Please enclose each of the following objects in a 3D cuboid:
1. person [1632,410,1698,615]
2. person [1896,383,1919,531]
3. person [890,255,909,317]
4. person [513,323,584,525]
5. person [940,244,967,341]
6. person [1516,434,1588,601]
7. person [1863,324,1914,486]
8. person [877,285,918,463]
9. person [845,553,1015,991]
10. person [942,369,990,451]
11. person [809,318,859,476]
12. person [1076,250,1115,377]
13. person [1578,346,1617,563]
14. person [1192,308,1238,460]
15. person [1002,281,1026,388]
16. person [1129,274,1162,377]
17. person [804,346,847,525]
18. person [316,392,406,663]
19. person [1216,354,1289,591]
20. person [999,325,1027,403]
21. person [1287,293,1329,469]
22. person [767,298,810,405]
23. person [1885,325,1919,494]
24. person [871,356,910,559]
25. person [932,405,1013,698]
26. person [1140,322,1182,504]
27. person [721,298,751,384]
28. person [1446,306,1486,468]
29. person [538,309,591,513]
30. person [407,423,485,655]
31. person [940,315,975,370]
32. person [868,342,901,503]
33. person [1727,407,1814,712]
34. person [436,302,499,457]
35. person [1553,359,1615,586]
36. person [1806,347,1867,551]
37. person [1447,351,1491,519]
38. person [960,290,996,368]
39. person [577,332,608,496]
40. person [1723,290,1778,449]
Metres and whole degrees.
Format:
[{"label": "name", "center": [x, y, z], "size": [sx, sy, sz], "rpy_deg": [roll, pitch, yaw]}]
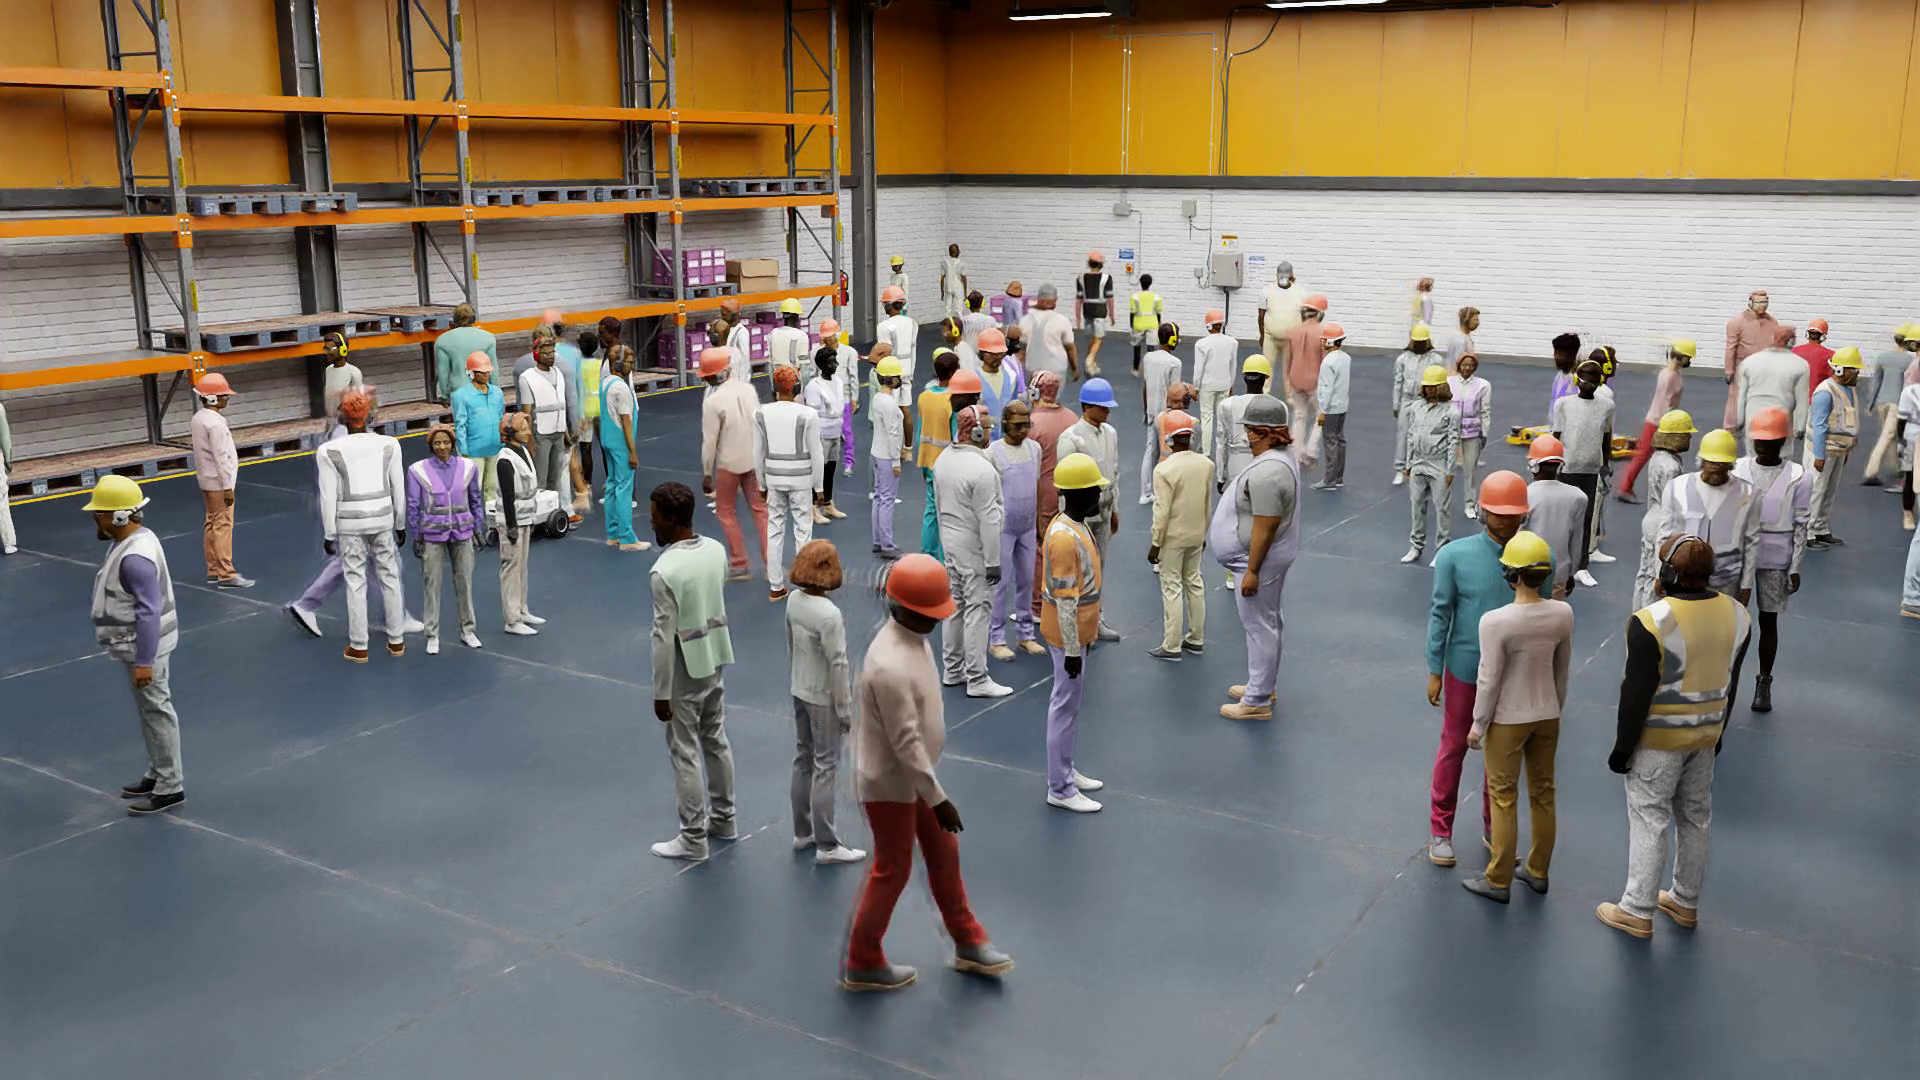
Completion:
[{"label": "person", "center": [4.941, -0.046, 11.657], "size": [0.295, 1.744, 0.484], "rpy_deg": [2, 13, 9]}, {"label": "person", "center": [8.987, -0.895, 15.460], "size": [0.566, 1.677, 0.444], "rpy_deg": [4, 14, 16]}, {"label": "person", "center": [-1.097, -4.161, 29.482], "size": [0.340, 1.761, 0.524], "rpy_deg": [-9, 16, -33]}, {"label": "person", "center": [-3.884, -1.082, 15.723], "size": [0.631, 1.940, 0.372], "rpy_deg": [4, 13, 15]}, {"label": "person", "center": [-0.117, -4.707, 31.654], "size": [0.516, 1.841, 0.326], "rpy_deg": [3, 13, 13]}, {"label": "person", "center": [3.671, 0.196, 10.583], "size": [0.572, 1.750, 0.331], "rpy_deg": [-3, 13, -14]}, {"label": "person", "center": [10.050, -1.445, 17.766], "size": [0.915, 1.713, 0.551], "rpy_deg": [-5, 14, -22]}, {"label": "person", "center": [-0.747, -1.855, 18.848], "size": [0.373, 2.043, 0.615], "rpy_deg": [10, 16, 36]}, {"label": "person", "center": [-0.157, 0.978, 6.797], "size": [0.732, 1.933, 0.660], "rpy_deg": [3, 13, 11]}, {"label": "person", "center": [0.047, -0.304, 12.348], "size": [0.371, 1.937, 0.551], "rpy_deg": [-1, 13, -5]}, {"label": "person", "center": [-1.394, -1.565, 18.263], "size": [0.574, 1.737, 0.354], "rpy_deg": [3, 13, 13]}, {"label": "person", "center": [2.121, -3.592, 26.475], "size": [0.611, 2.013, 0.874], "rpy_deg": [6, 14, 25]}, {"label": "person", "center": [5.502, -0.742, 14.391], "size": [0.328, 1.876, 0.514], "rpy_deg": [-2, 13, -10]}, {"label": "person", "center": [2.926, -1.792, 19.206], "size": [0.563, 1.752, 0.325], "rpy_deg": [-6, 14, -24]}, {"label": "person", "center": [0.810, -3.102, 25.155], "size": [0.266, 1.631, 0.507], "rpy_deg": [-6, 14, -26]}, {"label": "person", "center": [2.909, -3.342, 26.156], "size": [0.539, 1.651, 0.799], "rpy_deg": [-1, 13, -3]}, {"label": "person", "center": [-1.279, -1.005, 15.916], "size": [0.322, 1.697, 0.535], "rpy_deg": [8, 15, 30]}, {"label": "person", "center": [-4.122, -0.085, 11.522], "size": [0.574, 1.883, 0.356], "rpy_deg": [-9, 16, -34]}, {"label": "person", "center": [2.346, -0.527, 13.362], "size": [0.585, 1.918, 0.378], "rpy_deg": [5, 14, 21]}, {"label": "person", "center": [0.455, -1.220, 16.561], "size": [0.429, 1.837, 0.630], "rpy_deg": [5, 14, 22]}, {"label": "person", "center": [3.912, -1.762, 18.584], "size": [0.659, 1.982, 0.434], "rpy_deg": [12, 18, 43]}, {"label": "person", "center": [-1.893, -1.741, 18.635], "size": [0.585, 1.918, 0.394], "rpy_deg": [10, 16, 36]}, {"label": "person", "center": [9.913, -1.357, 17.311], "size": [0.340, 1.760, 0.525], "rpy_deg": [11, 17, 40]}, {"label": "person", "center": [-0.617, -0.719, 14.530], "size": [0.310, 1.769, 0.522], "rpy_deg": [-4, 14, -17]}, {"label": "person", "center": [0.093, 0.071, 10.793], "size": [0.409, 1.907, 0.648], "rpy_deg": [-8, 15, -30]}, {"label": "person", "center": [2.029, -1.243, 16.617], "size": [0.345, 1.856, 0.525], "rpy_deg": [-11, 17, -39]}, {"label": "person", "center": [-2.576, -1.815, 19.016], "size": [0.356, 1.887, 0.573], "rpy_deg": [-7, 14, -26]}, {"label": "person", "center": [5.682, -1.704, 18.659], "size": [0.511, 1.829, 0.566], "rpy_deg": [6, 14, 24]}, {"label": "person", "center": [-4.062, -1.274, 16.438], "size": [1.019, 1.984, 0.617], "rpy_deg": [6, 14, 23]}, {"label": "person", "center": [-3.622, -0.017, 11.757], "size": [0.517, 1.639, 0.314], "rpy_deg": [-7, 15, -29]}, {"label": "person", "center": [0.034, -1.428, 17.436], "size": [0.508, 1.836, 0.576], "rpy_deg": [1, 13, 2]}, {"label": "person", "center": [-0.784, -1.187, 16.848], "size": [0.279, 1.633, 0.500], "rpy_deg": [-4, 14, -17]}, {"label": "person", "center": [5.028, 0.122, 10.502], "size": [0.551, 1.936, 0.357], "rpy_deg": [9, 15, 33]}, {"label": "person", "center": [-5.282, -1.586, 17.910], "size": [0.627, 1.941, 0.374], "rpy_deg": [-4, 13, -15]}, {"label": "person", "center": [5.052, -0.541, 13.550], "size": [0.532, 1.860, 0.319], "rpy_deg": [0, 13, -1]}, {"label": "person", "center": [7.774, -0.814, 14.825], "size": [0.591, 1.824, 0.405], "rpy_deg": [-11, 17, -40]}, {"label": "person", "center": [4.858, -1.017, 16.122], "size": [0.516, 1.633, 0.317], "rpy_deg": [4, 14, 18]}, {"label": "person", "center": [0.198, -2.142, 20.509], "size": [0.517, 1.857, 0.322], "rpy_deg": [0, 13, -1]}, {"label": "person", "center": [-3.811, -1.303, 17.211], "size": [0.532, 1.697, 0.319], "rpy_deg": [-9, 16, -35]}, {"label": "person", "center": [9.489, -2.037, 19.937], "size": [0.651, 1.906, 0.404], "rpy_deg": [-2, 13, -9]}]
